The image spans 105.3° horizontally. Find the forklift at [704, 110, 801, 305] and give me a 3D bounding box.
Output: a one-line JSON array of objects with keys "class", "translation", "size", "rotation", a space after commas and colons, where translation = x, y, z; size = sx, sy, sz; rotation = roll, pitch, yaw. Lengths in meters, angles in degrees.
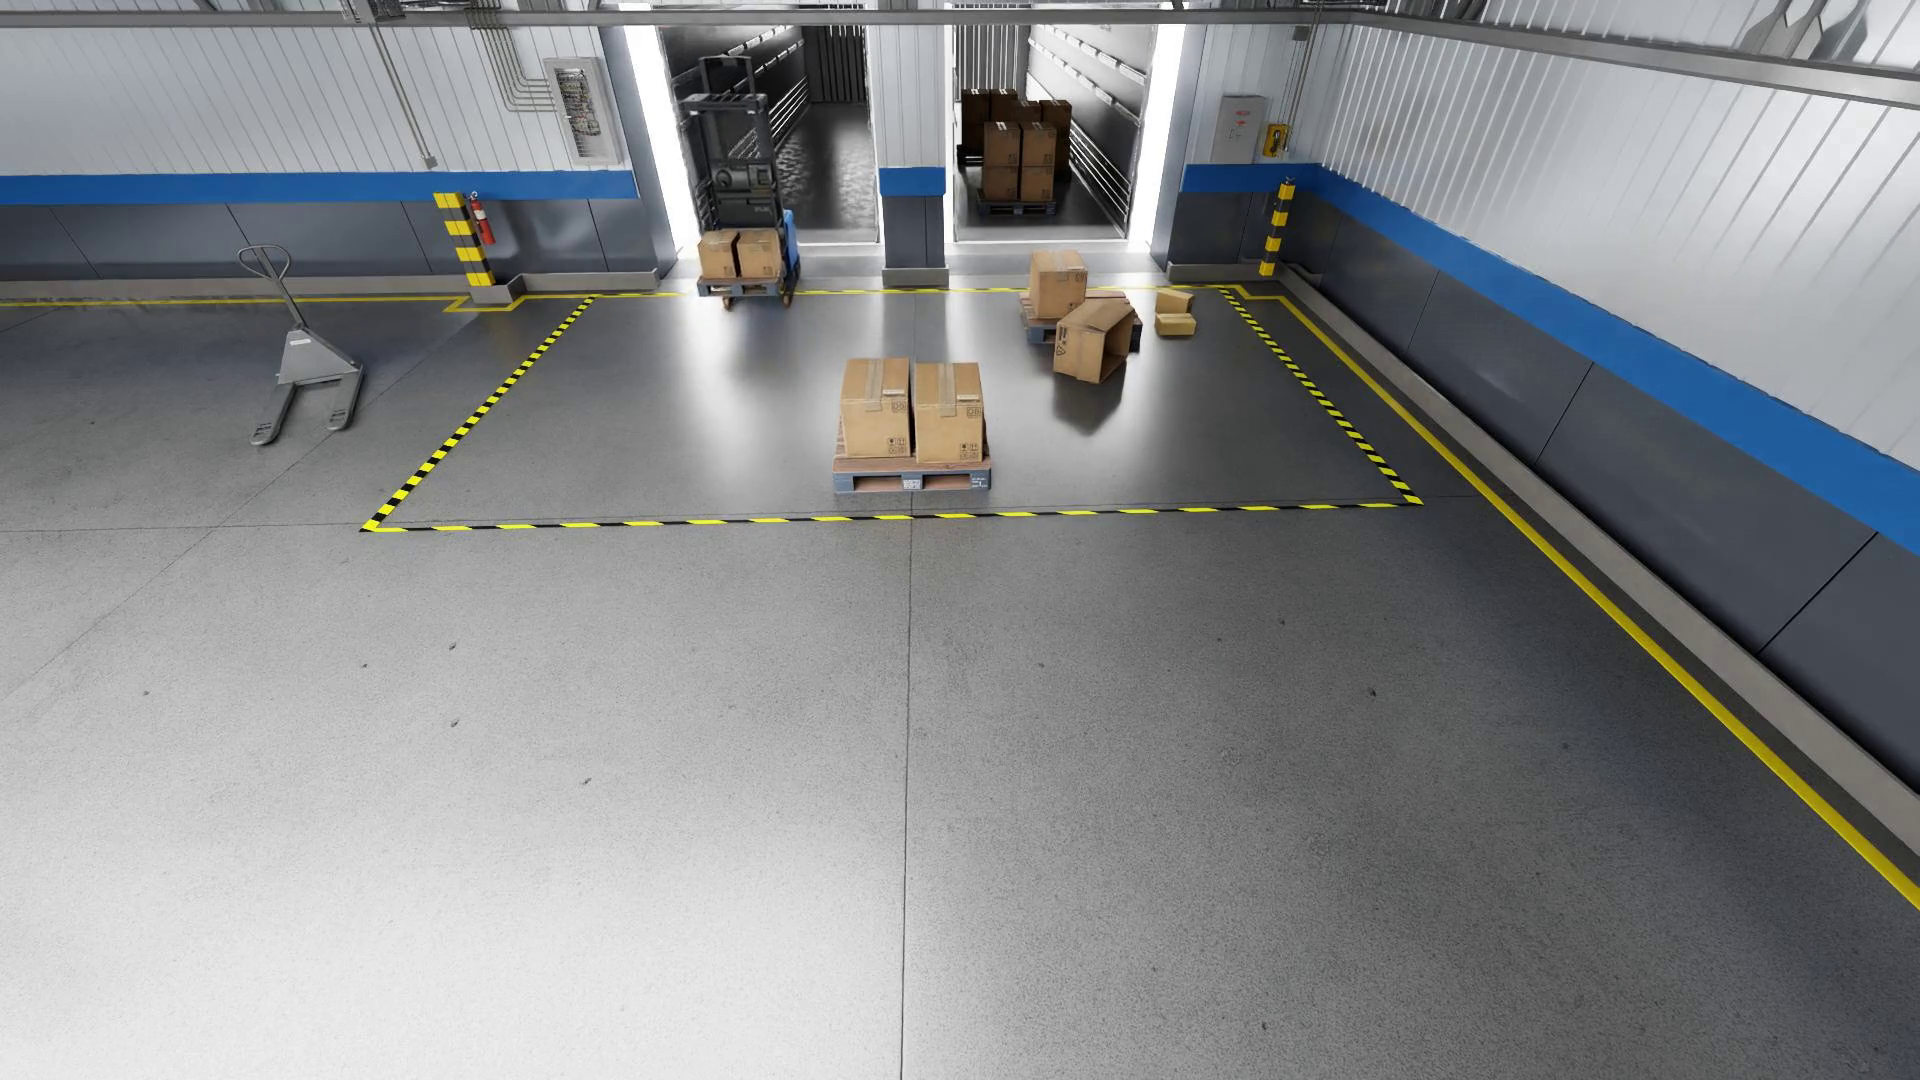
[{"class": "forklift", "translation": [-2.416, -4.042, 8.632], "size": [0.716, 2.013, 0.776], "rotation": [-2, 39, -2]}]

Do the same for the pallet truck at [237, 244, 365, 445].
[{"class": "pallet truck", "translation": [-5.915, -1.733, 6.366], "size": [0.680, 1.201, 1.601], "rotation": [-18, 42, -21]}]
